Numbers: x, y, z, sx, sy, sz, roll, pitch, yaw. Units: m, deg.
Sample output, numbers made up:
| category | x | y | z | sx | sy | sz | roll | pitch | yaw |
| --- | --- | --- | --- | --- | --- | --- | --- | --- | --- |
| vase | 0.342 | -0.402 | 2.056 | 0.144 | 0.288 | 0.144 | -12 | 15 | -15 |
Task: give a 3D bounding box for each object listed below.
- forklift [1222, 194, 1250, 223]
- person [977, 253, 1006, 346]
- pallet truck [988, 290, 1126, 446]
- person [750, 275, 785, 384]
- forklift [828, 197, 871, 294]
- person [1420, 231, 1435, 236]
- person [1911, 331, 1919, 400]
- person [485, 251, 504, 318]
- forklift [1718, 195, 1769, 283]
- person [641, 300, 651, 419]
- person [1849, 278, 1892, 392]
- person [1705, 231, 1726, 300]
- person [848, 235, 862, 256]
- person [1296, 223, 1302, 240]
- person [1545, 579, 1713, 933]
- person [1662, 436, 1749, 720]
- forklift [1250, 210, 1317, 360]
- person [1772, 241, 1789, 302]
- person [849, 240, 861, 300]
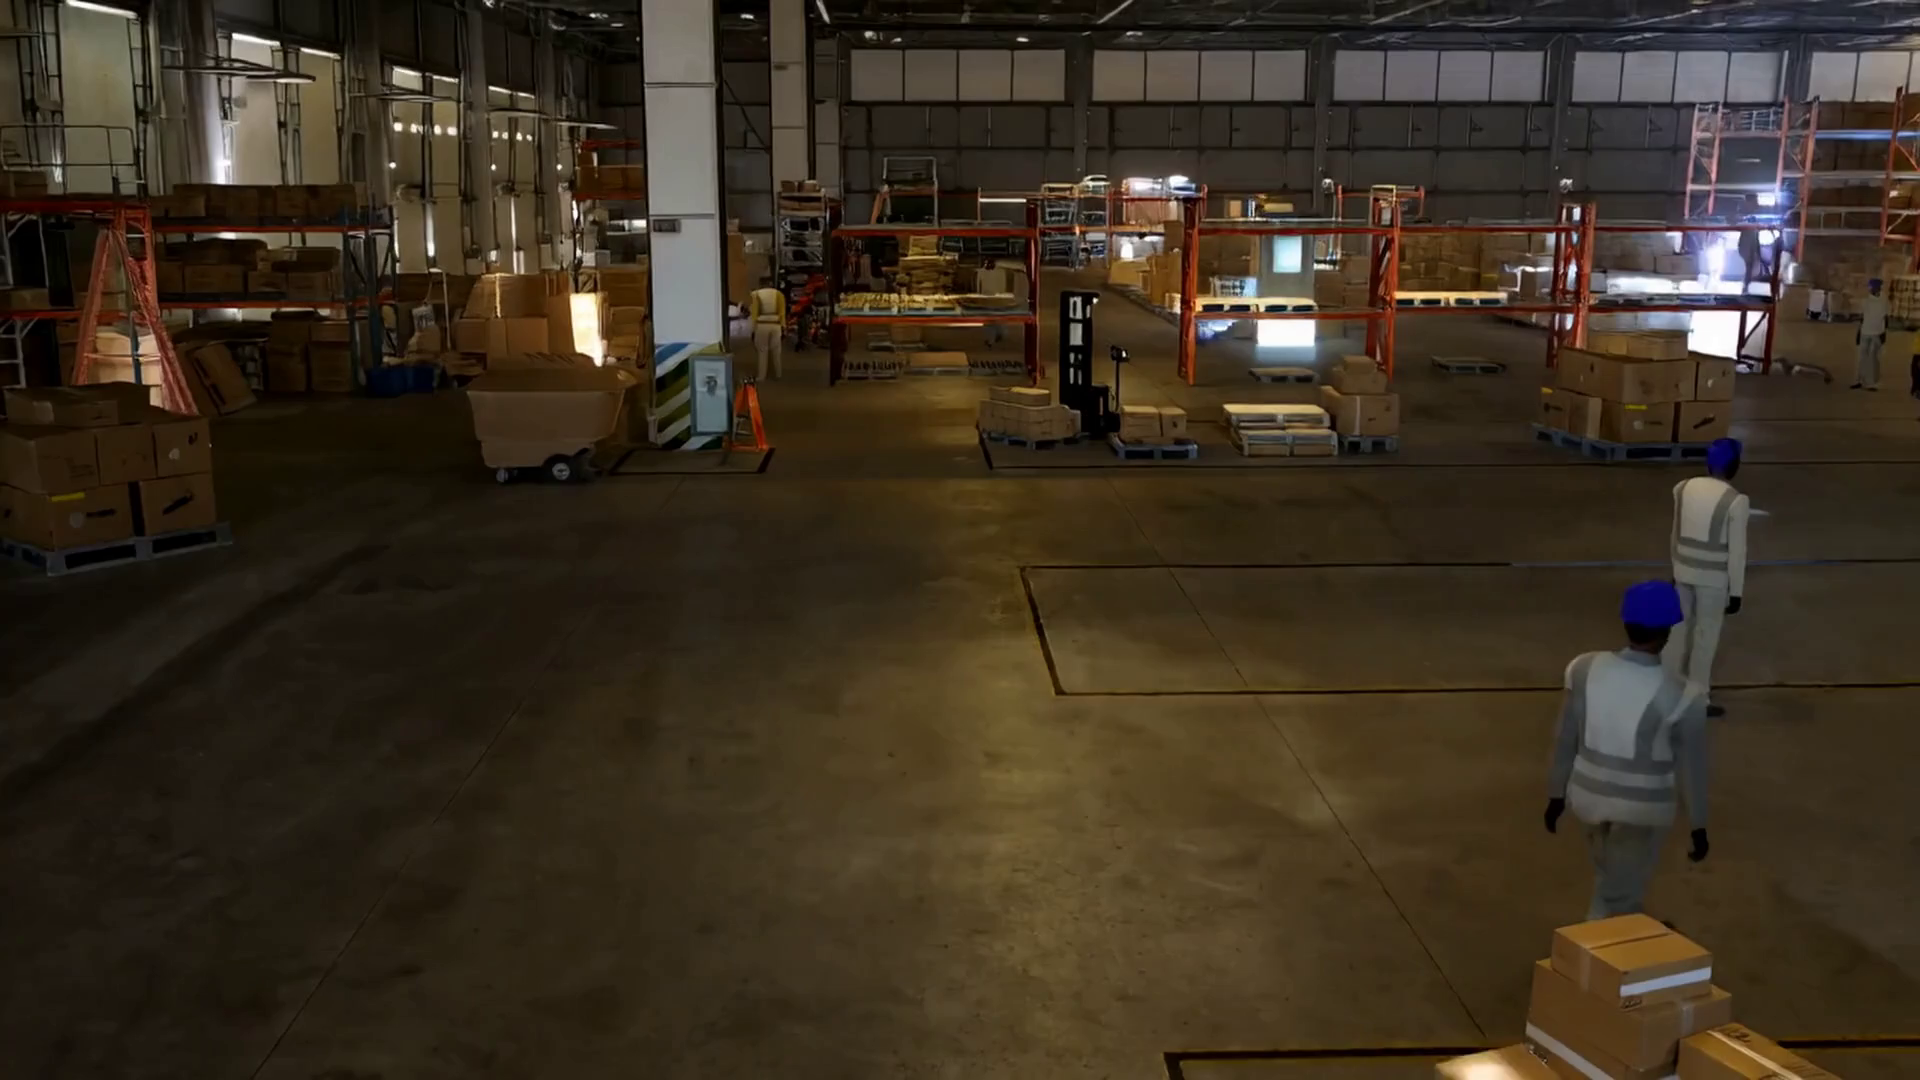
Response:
| category | x | y | z | sx | sy | sz | roll | pitch | yaw |
| --- | --- | --- | --- | --- | --- | --- | --- | --- | --- |
| forklift | 9.167 | -10.128 | 55.448 | 1.129 | 2.768 | 1.873 | -6 | 14 | -27 |
| person | 0.664 | -4.963 | 34.308 | 0.650 | 1.923 | 0.555 | 4 | 13 | 18 |
| pallet truck | 1.257 | -2.299 | 22.111 | 1.885 | 1.965 | 0.823 | -9 | 15 | -35 |
| person | -3.271 | -3.579 | 28.251 | 0.627 | 1.843 | 0.429 | -6 | 14 | -25 |
| forklift | -3.562 | -8.625 | 48.665 | 1.873 | 2.768 | 1.129 | 0 | 12 | -2 |
| person | 16.352 | -10.237 | 58.203 | 0.632 | 1.884 | 0.990 | -5 | 13 | -22 |
| person | 12.212 | -2.010 | 20.707 | 0.710 | 2.000 | 0.668 | 7 | 14 | 28 |
| person | -11.475 | -6.268 | 40.872 | 0.521 | 1.632 | 0.314 | 10 | 16 | 39 |
| forklift | 25.270 | -9.709 | 53.555 | 1.873 | 2.768 | 1.129 | 6 | 14 | 25 |
| person | -4.280 | -2.641 | 23.918 | 0.596 | 1.890 | 0.918 | -9 | 15 | -36 |
| person | 14.926 | -3.361 | 27.229 | 0.324 | 1.857 | 0.530 | -7 | 14 | -28 |
| person | 20.390 | -7.333 | 44.851 | 0.622 | 1.989 | 0.399 | -12 | 17 | -43 |
| person | -3.152 | -8.332 | 49.544 | 0.404 | 1.917 | 0.588 | -10 | 16 | -37 |
| person | 11.775 | -10.298 | 58.399 | 0.577 | 1.925 | 0.547 | -11 | 16 | -40 |
| person | 2.869 | 1.093 | 7.008 | 1.002 | 1.895 | 0.646 | -9 | 15 | -34 |
| person | 4.869 | 0.253 | 10.879 | 0.355 | 1.878 | 0.569 | -6 | 14 | -24 |
| forklift | 6.266 | -4.922 | 31.946 | 1.129 | 2.768 | 1.873 | 1 | 13 | 5 |
| person | 22.593 | -7.403 | 45.849 | 0.533 | 1.692 | 0.319 | -8 | 15 | -31 |
| person | -2.899 | -7.447 | 46.058 | 0.321 | 1.689 | 0.530 | -1 | 13 | -4 |
